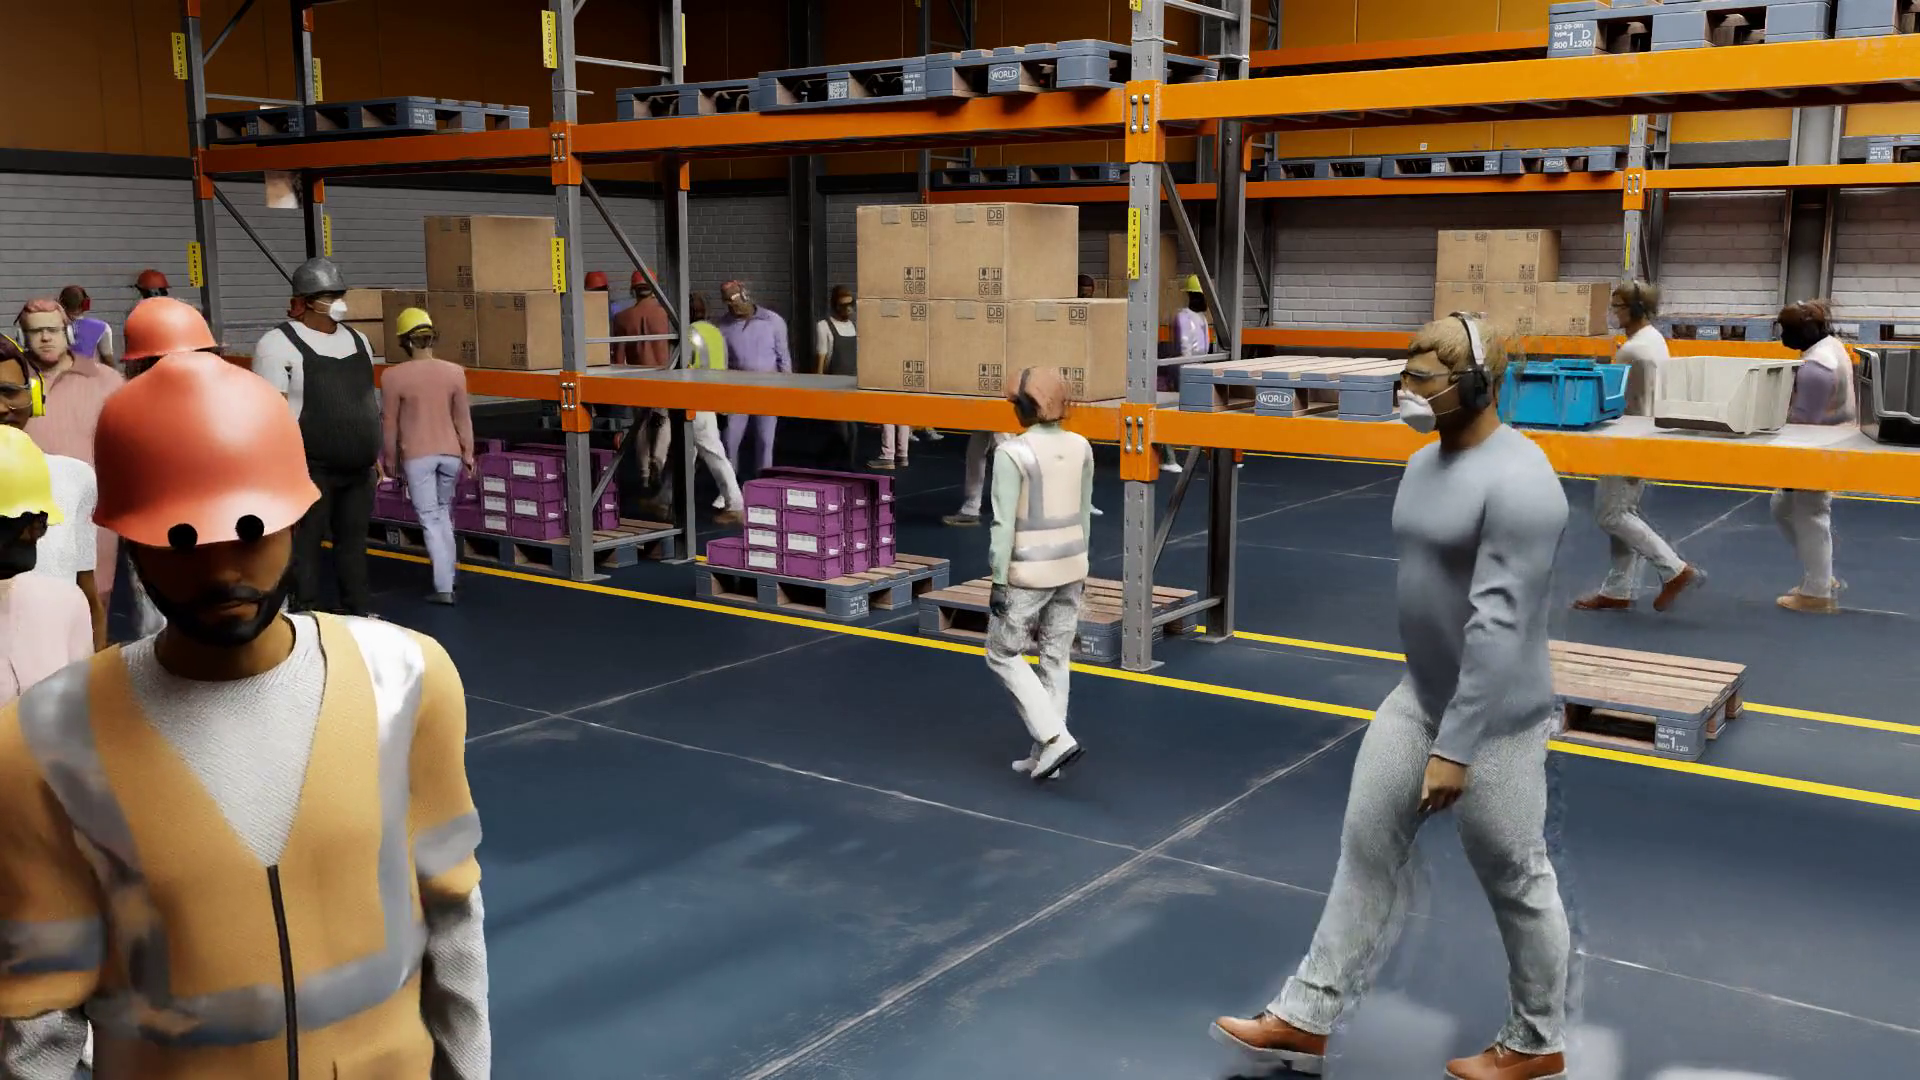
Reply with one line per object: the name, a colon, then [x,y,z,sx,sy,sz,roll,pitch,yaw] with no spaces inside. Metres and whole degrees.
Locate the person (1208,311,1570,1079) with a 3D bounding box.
person: [1.067,0.427,3.932,0.950,1.901,0.635,-2,10,-13]

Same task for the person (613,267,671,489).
person: [-2.736,-1.411,14.649,0.627,1.975,0.755,-1,10,-4]

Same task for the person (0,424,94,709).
person: [-1.953,0.622,3.262,0.790,1.721,0.529,3,10,16]

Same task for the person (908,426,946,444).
person: [-0.385,-1.857,18.400,0.830,1.599,0.516,9,13,41]

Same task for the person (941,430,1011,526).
person: [0.343,-1.004,12.601,0.912,1.850,0.629,0,10,1]

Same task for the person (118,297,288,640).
person: [-2.257,0.223,5.079,0.576,1.918,0.541,4,10,23]

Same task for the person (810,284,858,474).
person: [-1.022,-1.250,14.123,0.469,1.826,0.606,8,13,41]

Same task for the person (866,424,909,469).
person: [-0.725,-1.692,16.250,0.395,1.993,0.614,6,11,32]

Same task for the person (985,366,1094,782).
person: [0.331,0.152,6.357,0.537,1.627,0.409,-8,12,-40]

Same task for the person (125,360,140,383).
person: [-7.052,-1.236,14.735,0.540,1.594,0.840,1,10,6]

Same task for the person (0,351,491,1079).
person: [-0.850,0.728,2.044,0.576,1.922,0.497,-6,11,-33]

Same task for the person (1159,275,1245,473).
person: [2.285,-1.547,15.700,0.906,1.890,0.598,7,12,34]

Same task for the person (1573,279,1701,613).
person: [3.859,-0.504,9.402,0.562,1.927,0.638,5,11,25]

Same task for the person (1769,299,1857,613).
person: [4.865,-0.468,9.515,0.444,1.809,0.702,6,11,32]

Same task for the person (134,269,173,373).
person: [-7.603,-1.557,15.616,1.028,1.955,0.604,-9,13,-42]

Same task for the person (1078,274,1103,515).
person: [0.915,-1.131,13.148,0.590,1.917,0.395,-8,12,-38]

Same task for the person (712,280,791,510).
person: [-1.710,-1.165,13.516,0.682,1.874,0.408,-1,10,-8]

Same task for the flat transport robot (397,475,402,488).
flat transport robot: [-4.131,-0.521,14.401,1.431,0.197,0.652,-3,10,-18]

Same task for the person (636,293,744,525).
person: [-2.061,-1.004,12.819,1.002,1.774,0.639,3,10,15]

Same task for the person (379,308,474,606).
person: [-3.171,-0.490,9.826,0.606,1.740,0.519,9,13,42]

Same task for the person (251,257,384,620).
person: [-3.296,-0.455,8.746,0.539,2.000,0.689,6,11,32]

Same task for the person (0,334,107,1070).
person: [-2.284,0.425,4.014,0.328,1.874,0.517,9,13,43]

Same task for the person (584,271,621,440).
person: [-4.005,-2.069,18.748,0.505,1.903,0.592,-7,12,-37]

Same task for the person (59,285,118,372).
person: [-7.486,-1.251,14.148,0.584,1.821,0.751,0,10,-2]

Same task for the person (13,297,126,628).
person: [-4.052,-0.163,7.528,0.650,1.868,0.944,-6,11,-33]
